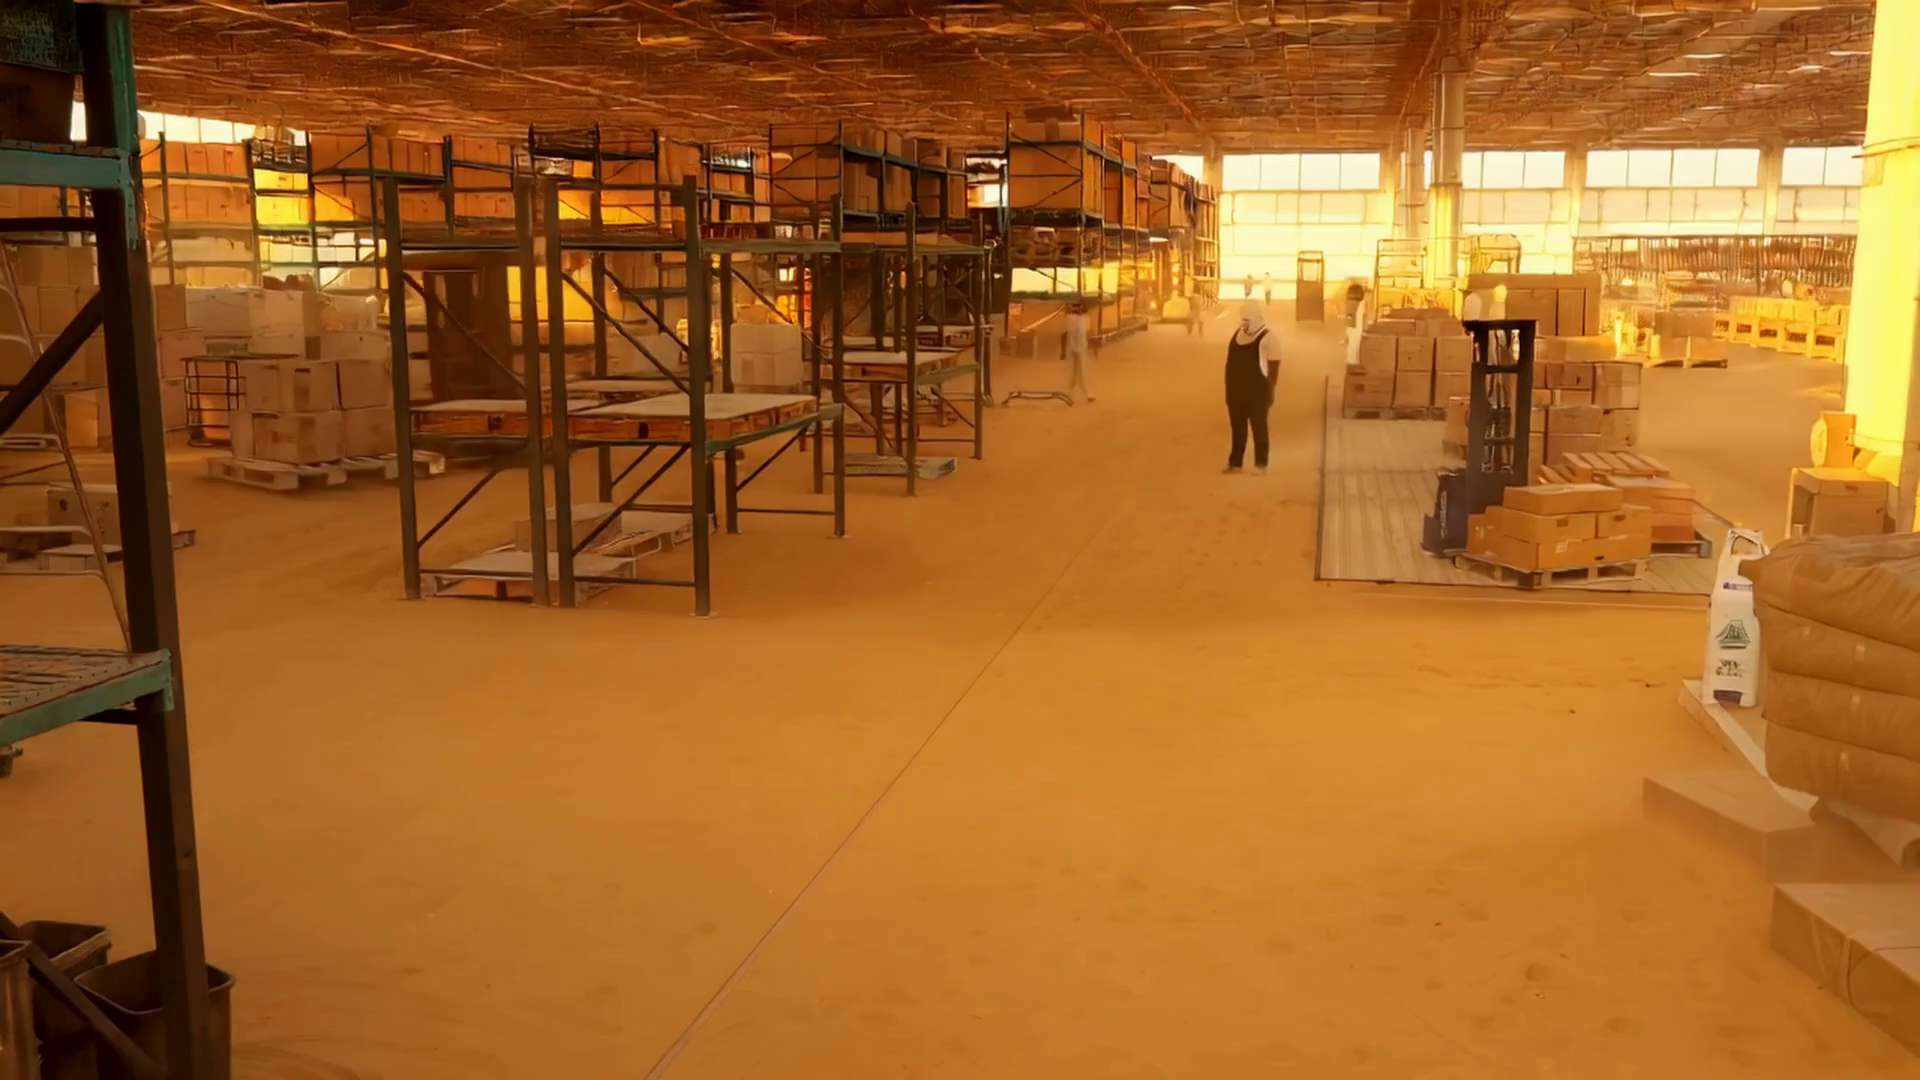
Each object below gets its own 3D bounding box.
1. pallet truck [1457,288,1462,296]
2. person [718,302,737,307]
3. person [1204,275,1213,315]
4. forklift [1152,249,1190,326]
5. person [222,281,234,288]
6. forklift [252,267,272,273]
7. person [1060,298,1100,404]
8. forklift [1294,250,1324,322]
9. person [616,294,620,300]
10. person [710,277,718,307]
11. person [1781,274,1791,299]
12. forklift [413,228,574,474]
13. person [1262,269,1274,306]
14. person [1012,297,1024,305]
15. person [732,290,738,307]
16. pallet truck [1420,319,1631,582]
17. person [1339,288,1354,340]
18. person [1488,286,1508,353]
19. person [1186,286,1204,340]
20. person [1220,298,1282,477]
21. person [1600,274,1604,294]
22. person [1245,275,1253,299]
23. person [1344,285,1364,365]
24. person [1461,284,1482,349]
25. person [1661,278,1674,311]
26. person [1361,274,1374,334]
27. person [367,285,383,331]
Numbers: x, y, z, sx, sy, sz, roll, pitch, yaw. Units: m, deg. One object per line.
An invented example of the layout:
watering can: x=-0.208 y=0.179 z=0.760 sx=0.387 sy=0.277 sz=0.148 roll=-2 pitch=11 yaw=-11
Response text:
pallet truck: x=20.506 y=-9.785 z=68.819 sx=0.653 sy=1.274 sz=1.630 roll=2 pitch=10 yaw=12
person: x=-5.922 y=-5.505 z=42.472 sx=0.516 sy=1.640 sz=0.314 roll=-5 pitch=11 yaw=-27
person: x=11.110 y=-10.965 z=74.433 sx=0.312 sy=1.768 sz=0.522 roll=-7 pitch=12 yaw=-36
forklift: x=7.646 y=-9.320 z=61.395 sx=1.873 sy=2.768 sz=1.129 roll=2 pitch=10 yaw=11
person: x=-16.431 y=-4.813 z=37.377 sx=0.466 sy=1.982 sz=0.617 roll=0 pitch=10 yaw=3
forklift: x=-24.545 y=-8.883 z=58.807 sx=1.129 sy=2.768 sz=1.873 roll=2 pitch=10 yaw=12
person: x=2.080 y=-3.232 z=28.536 sx=0.654 sy=1.801 sz=0.988 roll=-7 pitch=12 yaw=-34
forklift: x=13.778 y=-10.002 z=65.433 sx=1.129 sy=2.768 sz=1.873 roll=2 pitch=10 yaw=12
person: x=-8.440 y=-5.242 z=40.944 sx=0.524 sy=1.632 sz=0.314 roll=0 pitch=10 yaw=0
person: x=-7.542 y=-7.057 z=50.797 sx=0.371 sy=1.934 sz=0.627 roll=-6 pitch=12 yaw=-34
person: x=35.801 y=-10.615 z=72.121 sx=0.571 sy=1.843 sz=0.373 roll=-8 pitch=13 yaw=-40
forklift: x=-5.677 y=-2.287 z=19.750 sx=1.129 sy=2.768 sz=1.873 roll=8 pitch=12 yaw=39
person: x=16.214 y=-13.245 z=87.380 sx=0.625 sy=1.958 sz=0.995 roll=-3 pitch=10 yaw=-20
person: x=2.029 y=-8.356 z=59.001 sx=0.531 sy=1.760 sz=0.332 roll=9 pitch=13 yaw=43
person: x=-6.934 y=-6.766 z=49.910 sx=0.542 sy=1.641 sz=0.908 roll=4 pitch=11 yaw=25
pallet truck: x=4.543 y=-0.757 z=13.299 sx=0.823 sy=1.965 sz=1.885 roll=-4 pitch=10 yaw=-22
person: x=11.891 y=-6.919 z=50.997 sx=0.521 sy=1.588 sz=0.851 roll=4 pitch=10 yaw=21
person: x=11.390 y=-4.398 z=35.114 sx=0.611 sy=1.911 sz=1.014 roll=-9 pitch=13 yaw=-42
person: x=7.260 y=-7.009 z=51.327 sx=0.532 sy=1.659 sz=0.863 roll=-3 pitch=10 yaw=-16
person: x=3.272 y=-1.732 z=18.944 sx=0.536 sy=2.000 sz=0.688 roll=-9 pitch=13 yaw=-44
person: x=34.817 y=-13.623 z=90.338 sx=0.886 sy=1.712 sz=0.566 roll=2 pitch=10 yaw=13
person: x=15.650 y=-13.563 z=90.205 sx=0.541 sy=1.628 sz=0.368 roll=-6 pitch=11 yaw=-33
person: x=8.633 y=-4.591 z=36.256 sx=0.440 sy=1.908 sz=0.613 roll=-3 pitch=10 yaw=-16
person: x=12.397 y=-5.256 z=40.282 sx=0.650 sy=1.886 sz=0.749 roll=-8 pitch=12 yaw=-40
person: x=24.686 y=-8.220 z=58.039 sx=0.403 sy=1.817 sz=0.602 roll=7 pitch=12 yaw=37
person: x=13.080 y=-7.560 z=53.576 sx=0.640 sy=1.995 sz=1.003 roll=5 pitch=11 yaw=25
person: x=-13.189 y=-4.816 z=37.678 sx=1.038 sy=1.887 sz=0.631 roll=-1 pitch=10 yaw=-3
